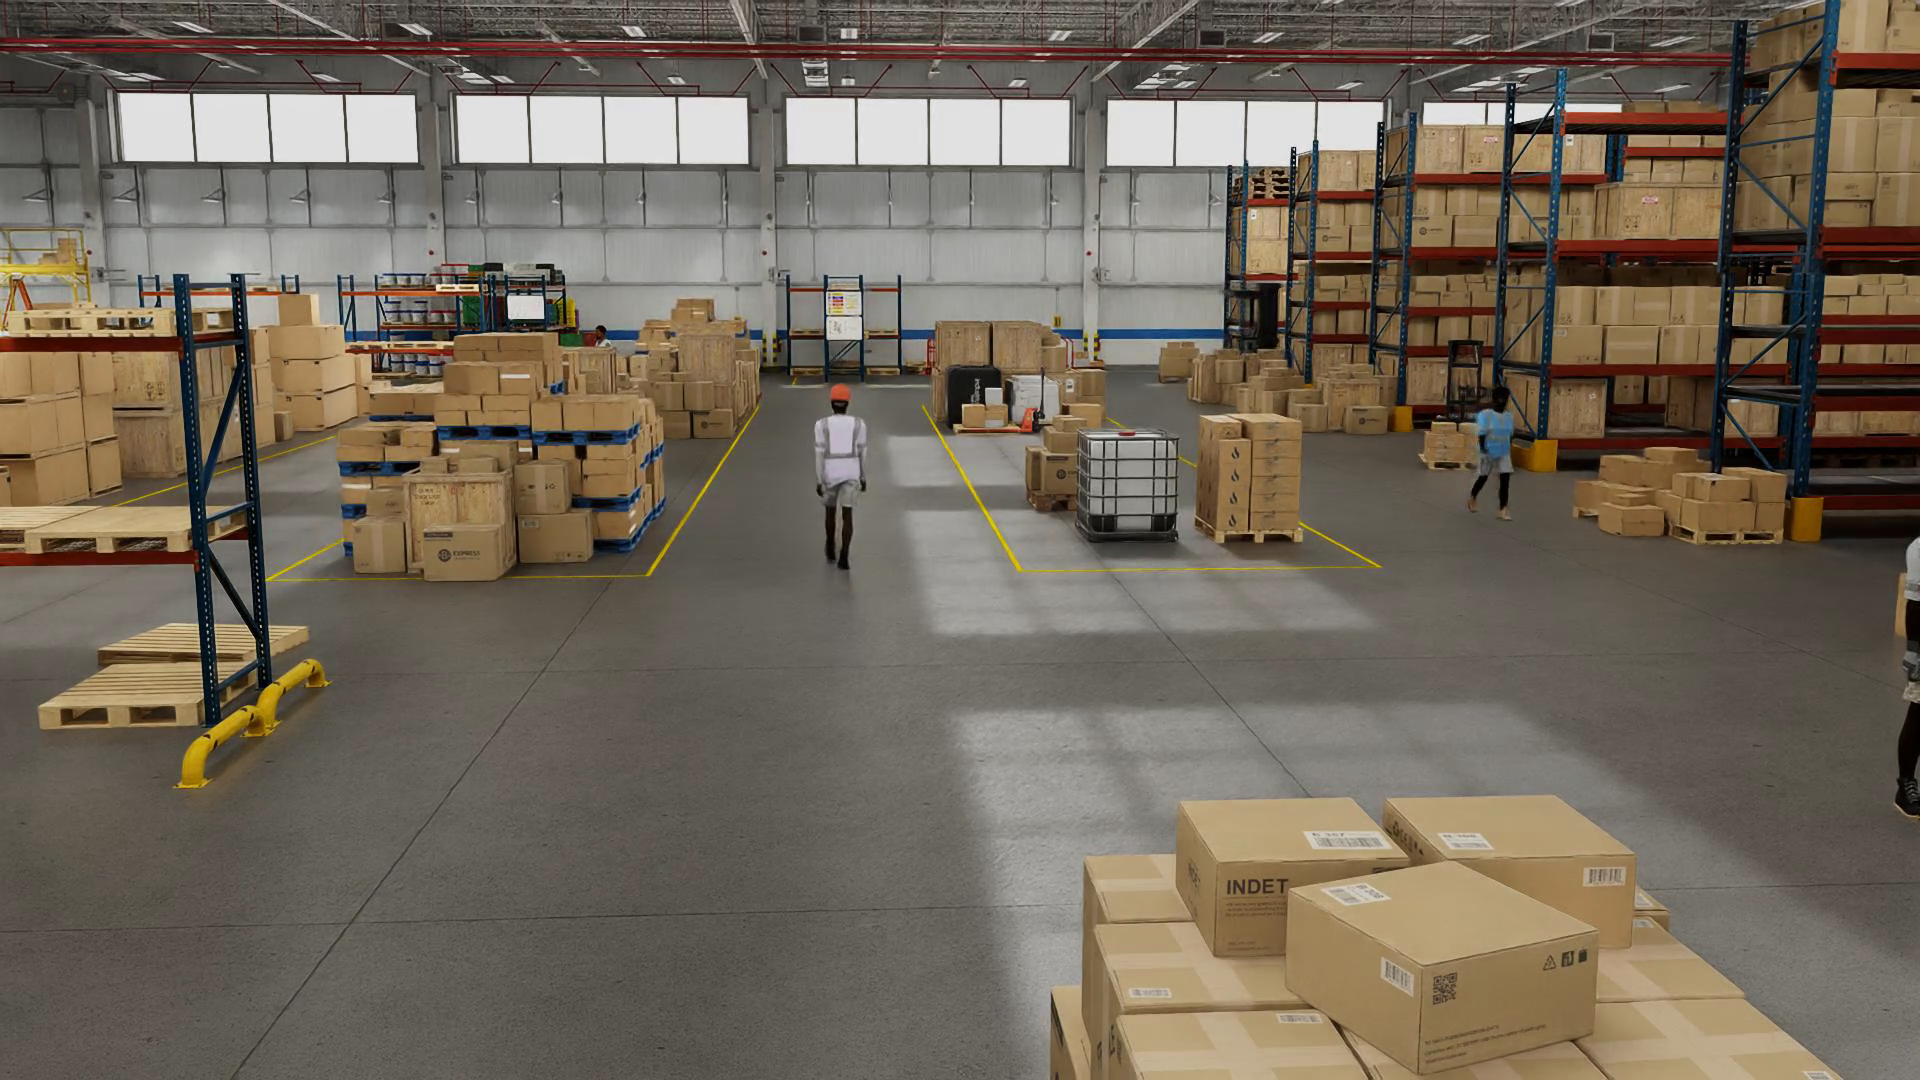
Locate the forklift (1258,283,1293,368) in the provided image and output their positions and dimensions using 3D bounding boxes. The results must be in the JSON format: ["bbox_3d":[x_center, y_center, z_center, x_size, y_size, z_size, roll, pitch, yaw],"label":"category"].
[{"bbox_3d":[7.912,-5.195,42.650,1.873,2.768,1.129,-1,9,-4],"label":"forklift"}]

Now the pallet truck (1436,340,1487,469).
[{"bbox_3d":[8.004,-2.170,26.422,0.823,1.965,1.885,2,9,14],"label":"pallet truck"}]

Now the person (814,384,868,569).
[{"bbox_3d":[-1.250,-0.680,17.398,0.565,1.884,0.986,-2,9,-10],"label":"person"}]

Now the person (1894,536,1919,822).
[{"bbox_3d":[5.514,0.583,9.229,0.608,1.966,0.371,-2,9,-10],"label":"person"}]

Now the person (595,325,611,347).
[{"bbox_3d":[-7.899,-3.790,36.838,0.392,1.919,0.591,-7,11,-37],"label":"person"}]

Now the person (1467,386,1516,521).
[{"bbox_3d":[6.633,-1.097,20.713,0.531,1.672,0.769,-1,9,-7],"label":"person"}]
